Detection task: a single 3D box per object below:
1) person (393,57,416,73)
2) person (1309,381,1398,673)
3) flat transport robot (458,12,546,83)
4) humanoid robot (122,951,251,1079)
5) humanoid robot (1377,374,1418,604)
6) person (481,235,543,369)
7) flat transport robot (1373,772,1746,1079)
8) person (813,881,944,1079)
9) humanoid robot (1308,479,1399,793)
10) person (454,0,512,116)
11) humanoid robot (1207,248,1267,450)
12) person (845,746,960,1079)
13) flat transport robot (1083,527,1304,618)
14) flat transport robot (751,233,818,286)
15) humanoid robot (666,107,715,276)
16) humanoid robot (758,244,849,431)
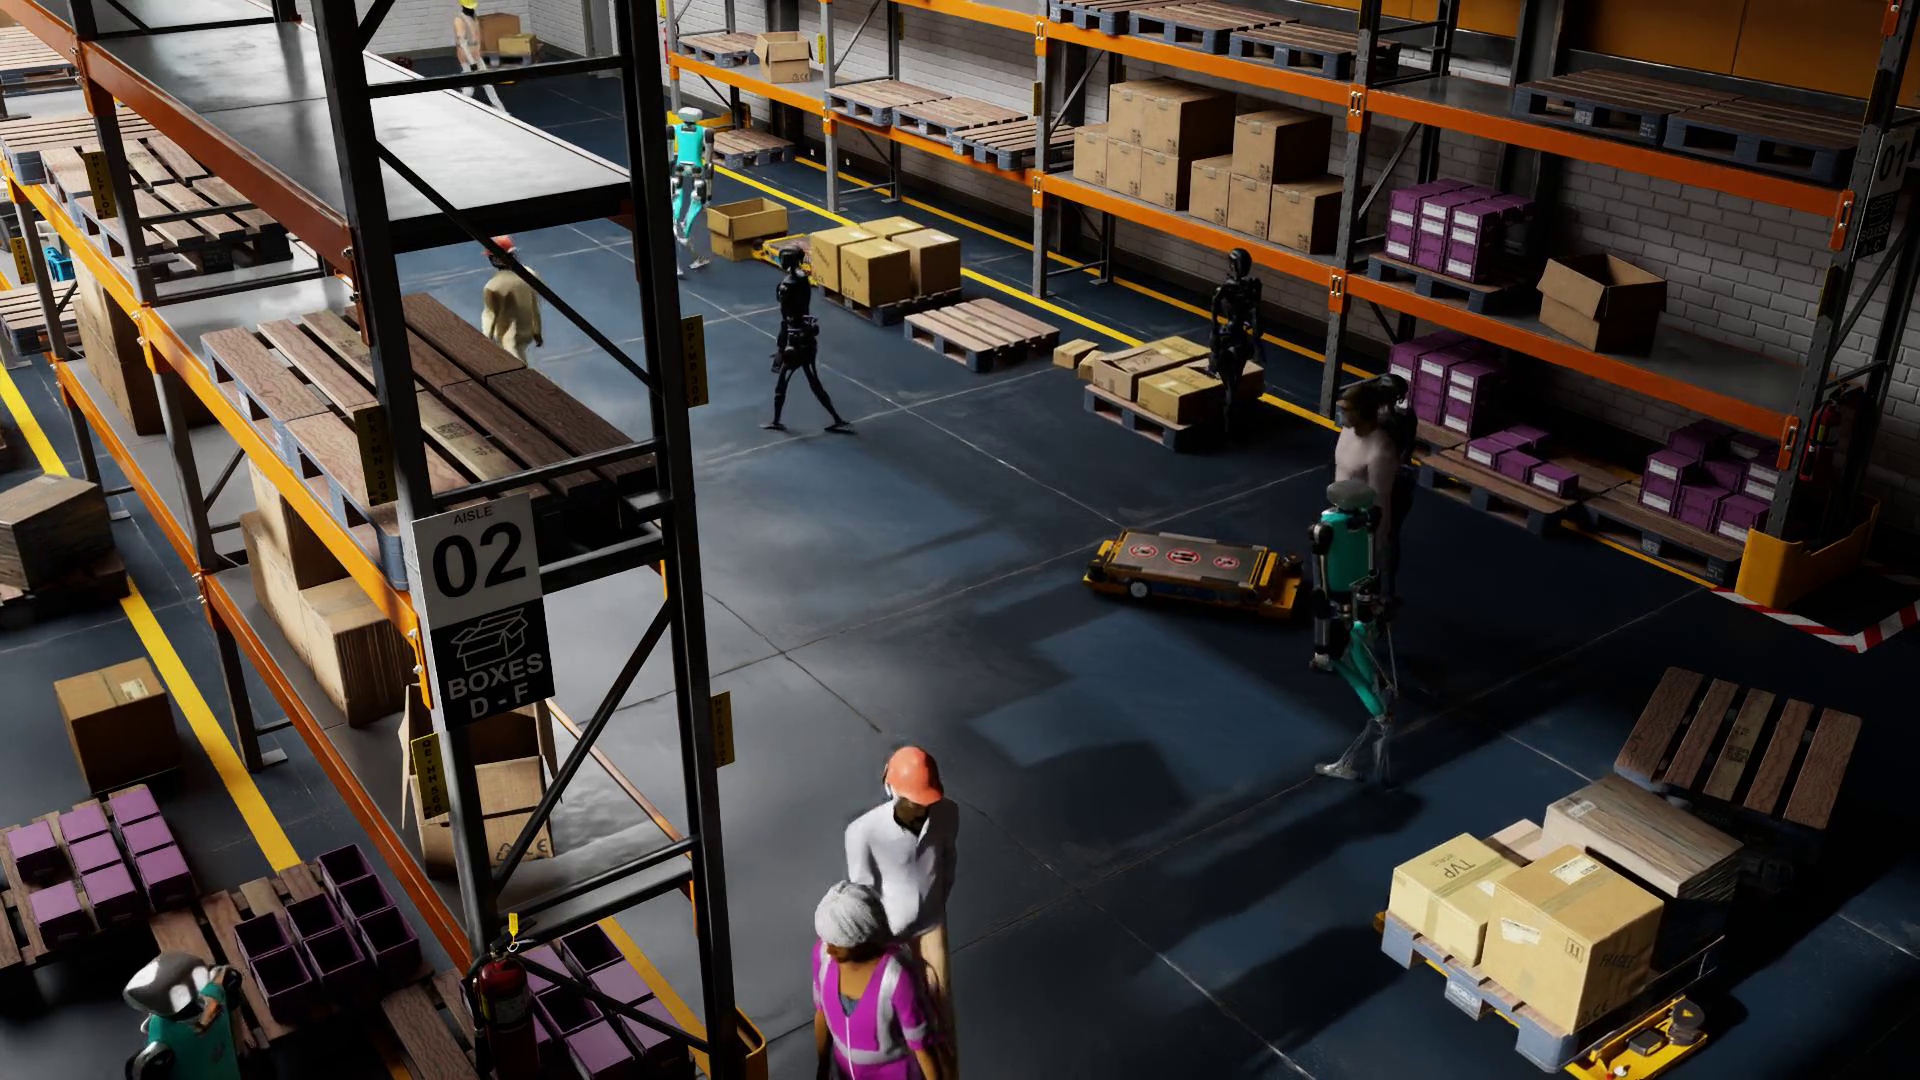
[{"bbox_3d":[-6.314,-4.583,19.228,0.406,1.968,0.612,3,27,6],"label":"person"},{"bbox_3d":[2.507,-0.076,10.313,0.537,1.922,0.642,-6,27,-11],"label":"person"},{"bbox_3d":[-7.538,-7.759,27.421,0.659,0.231,1.431,0,27,0],"label":"flat transport robot"},{"bbox_3d":[-2.920,2.219,6.014,0.793,1.807,0.533,5,27,9],"label":"humanoid robot"},{"bbox_3d":[2.794,-0.309,11.018,0.599,1.657,0.315,-18,32,-32],"label":"humanoid robot"},{"bbox_3d":[-3.706,-1.706,13.778,0.904,1.704,0.580,10,28,19],"label":"person"},{"bbox_3d":[2.733,2.048,7.913,0.659,0.231,1.431,-17,31,-30],"label":"flat transport robot"},{"bbox_3d":[-0.269,1.996,6.307,0.584,1.812,0.759,16,31,29],"label":"person"},{"bbox_3d":[2.275,0.631,9.227,0.539,1.890,0.781,-21,33,-35],"label":"humanoid robot"},{"bbox_3d":[-7.015,-7.009,24.149,0.811,1.868,0.657,6,27,12],"label":"person"},{"bbox_3d":[2.256,-1.571,13.552,0.589,1.646,0.503,-19,32,-33],"label":"humanoid robot"},{"bbox_3d":[-0.255,1.590,7.210,0.550,1.712,0.882,-12,29,-23],"label":"person"},{"bbox_3d":[1.627,0.220,11.549,1.431,0.231,0.659,8,28,16],"label":"flat transport robot"},{"bbox_3d":[-1.638,-3.064,18.082,0.659,0.231,1.431,-18,32,-32],"label":"flat transport robot"},{"bbox_3d":[-2.891,-3.599,17.521,0.571,1.762,0.861,3,27,5],"label":"humanoid robot"},{"bbox_3d":[-1.326,-1.651,13.766,0.783,1.632,0.596,8,28,15],"label":"humanoid robot"}]
